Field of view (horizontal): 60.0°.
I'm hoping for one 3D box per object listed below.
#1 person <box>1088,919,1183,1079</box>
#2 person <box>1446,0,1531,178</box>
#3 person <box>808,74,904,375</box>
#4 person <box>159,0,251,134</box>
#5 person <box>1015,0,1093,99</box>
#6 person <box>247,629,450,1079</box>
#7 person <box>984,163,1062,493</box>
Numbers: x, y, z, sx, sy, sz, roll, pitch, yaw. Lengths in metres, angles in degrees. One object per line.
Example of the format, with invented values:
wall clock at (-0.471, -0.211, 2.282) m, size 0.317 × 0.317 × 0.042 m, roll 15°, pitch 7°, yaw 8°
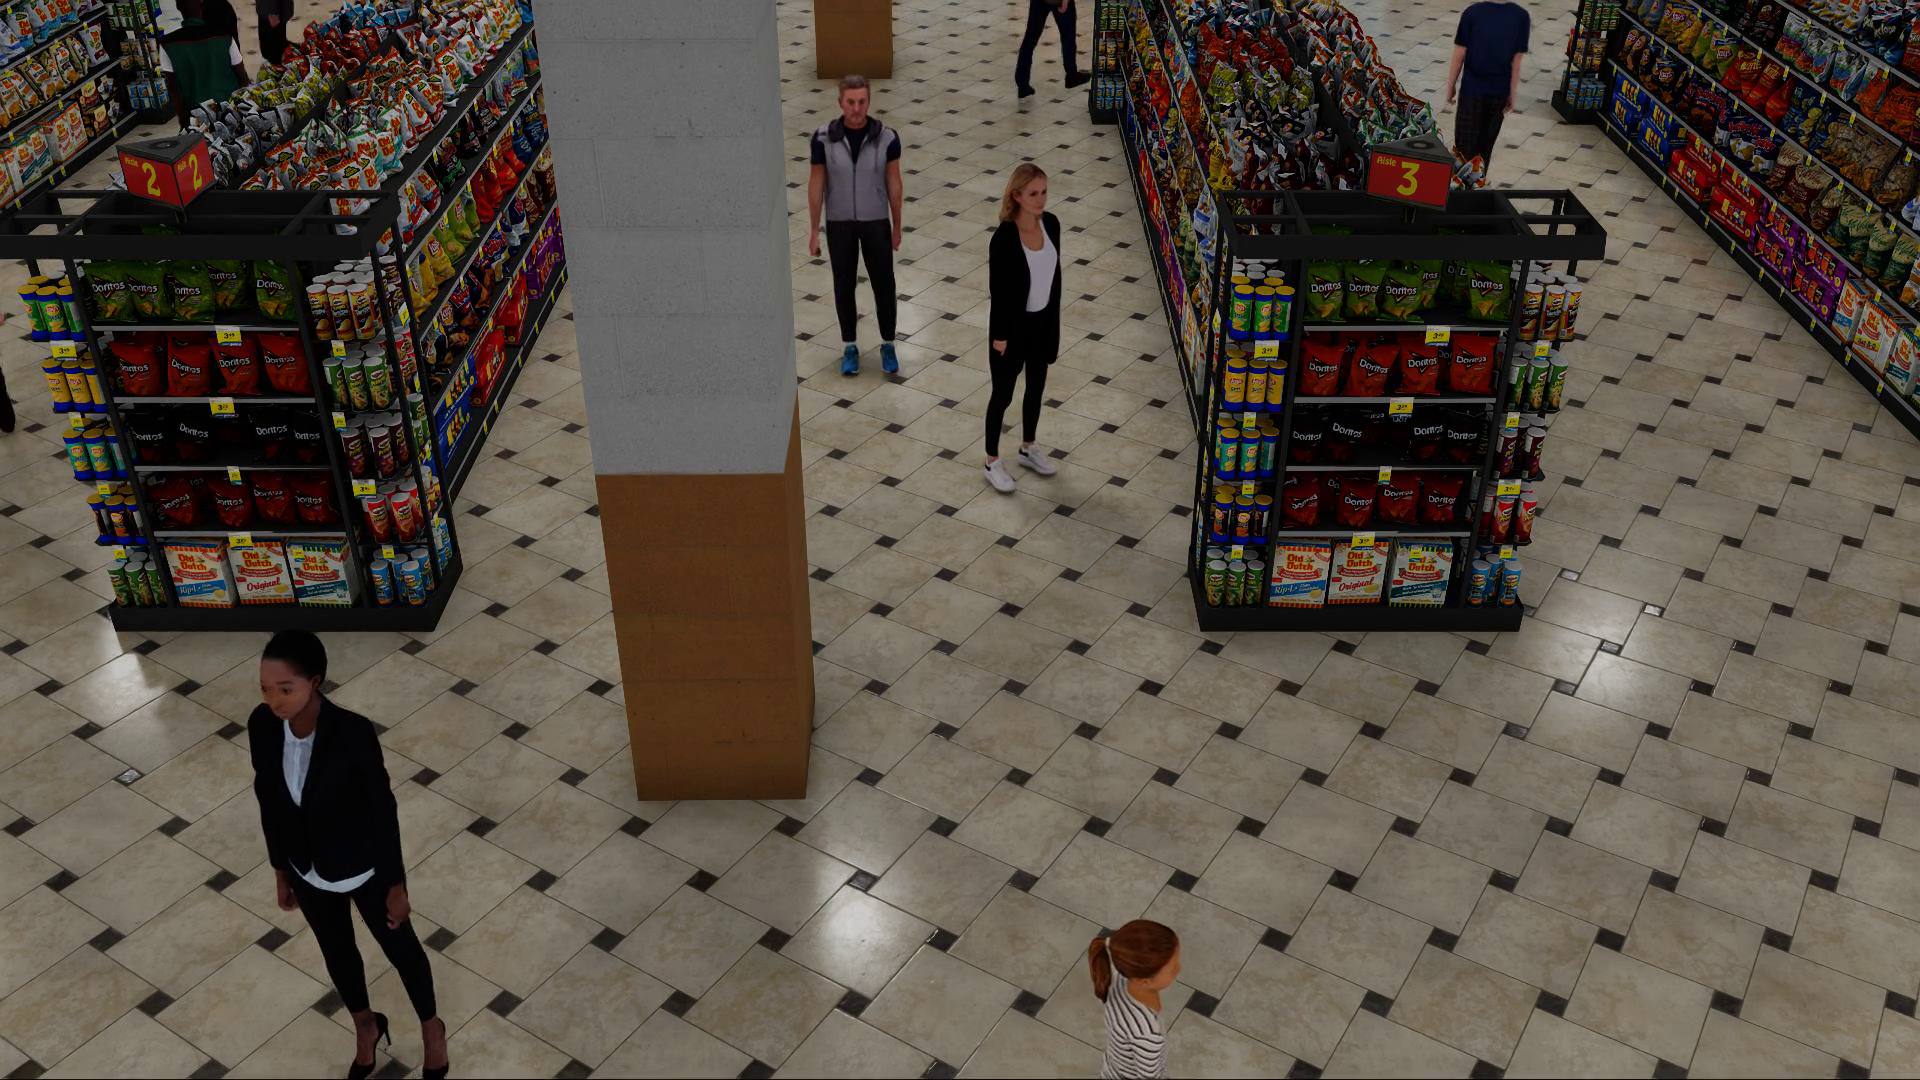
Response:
person at (0.488, 1.600, 4.807) m, size 0.559 × 1.315 × 0.440 m, roll -4°, pitch 32°, yaw -7°
person at (3.785, -3.159, 11.963) m, size 0.776 × 1.836 × 1.183 m, roll 4°, pitch 32°, yaw 6°
person at (-0.626, -1.902, 9.959) m, size 0.707 × 1.818 × 0.636 m, roll -1°, pitch 32°, yaw -2°
person at (-5.163, -2.925, 11.583) m, size 0.762 × 1.839 × 0.729 m, roll -10°, pitch 33°, yaw -16°
person at (0.743, -4.750, 14.525) m, size 1.117 × 1.831 × 1.213 m, roll 25°, pitch 40°, yaw 34°
person at (-1.918, 1.047, 5.207) m, size 0.640 × 1.832 × 0.591 m, roll 6°, pitch 32°, yaw 10°
person at (0.320, -1.109, 8.705) m, size 0.680 × 1.797 × 0.718 m, roll -23°, pitch 39°, yaw -32°
